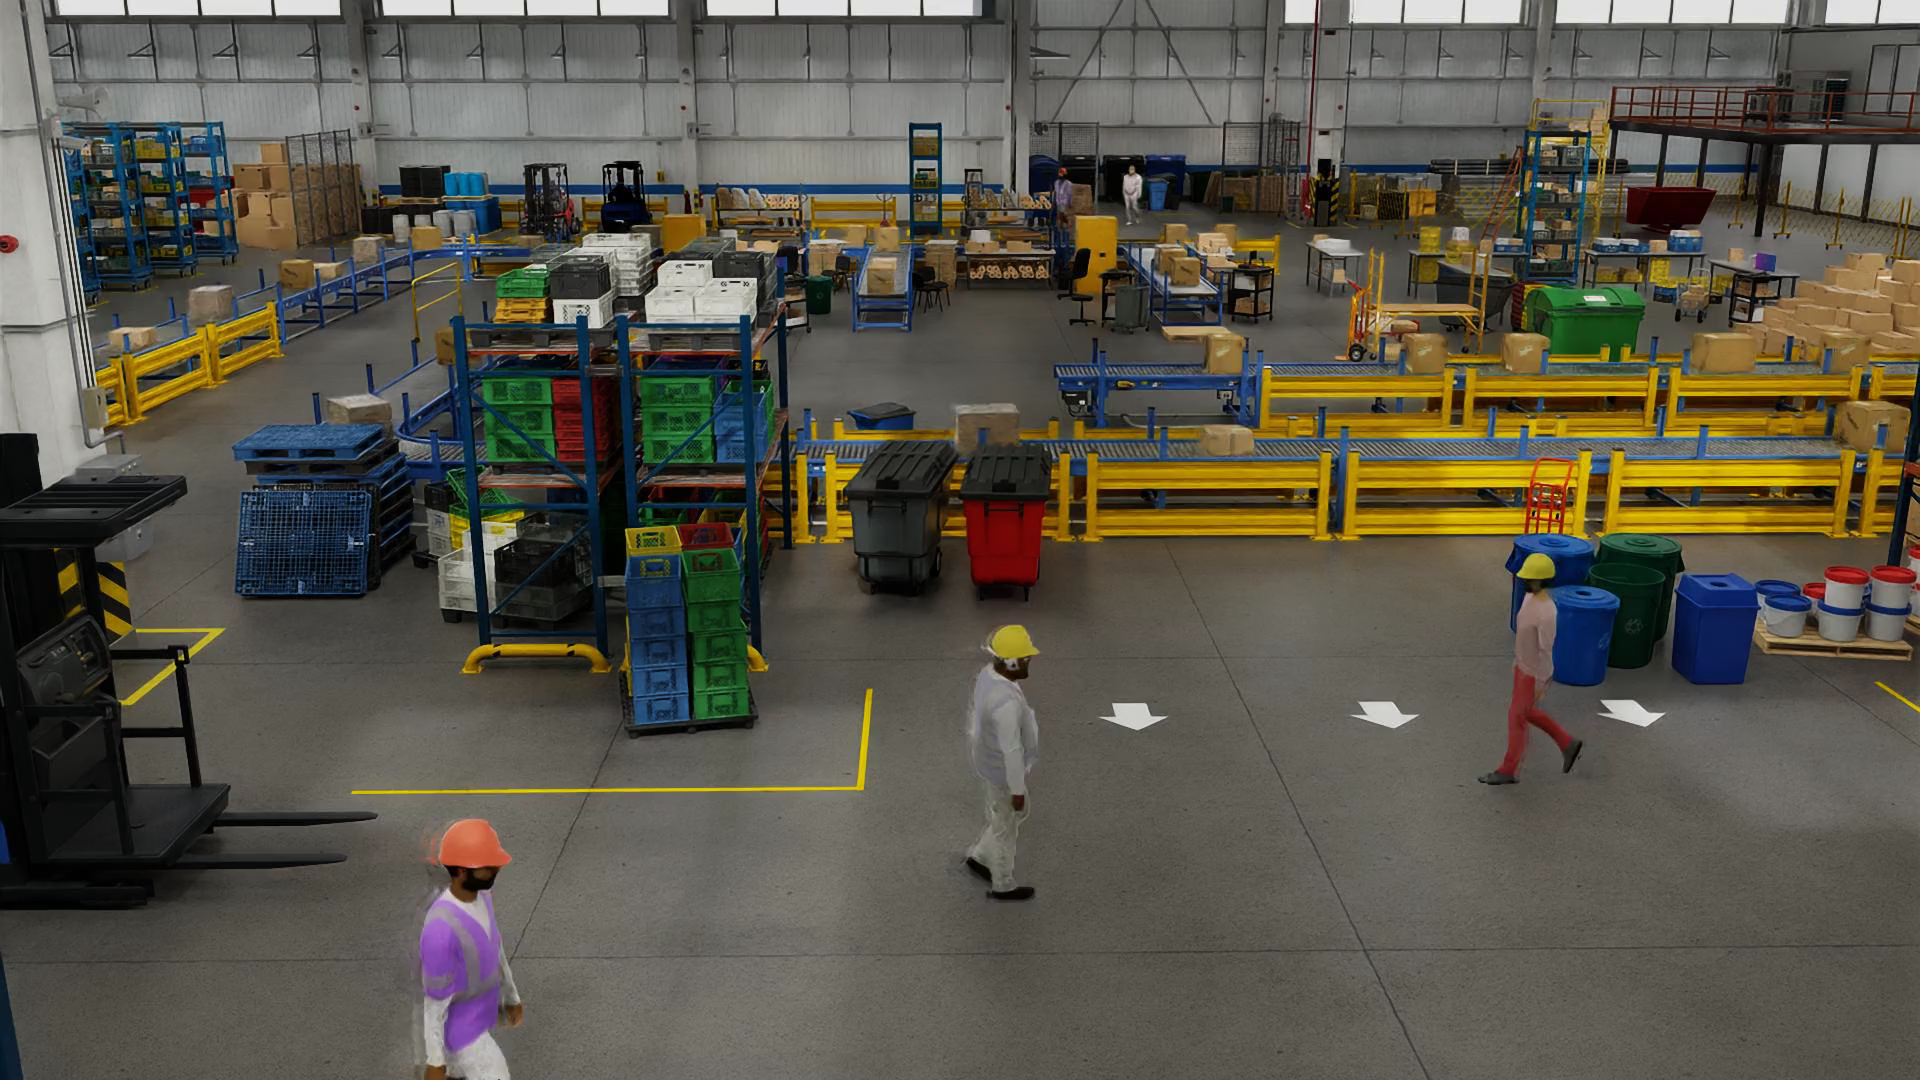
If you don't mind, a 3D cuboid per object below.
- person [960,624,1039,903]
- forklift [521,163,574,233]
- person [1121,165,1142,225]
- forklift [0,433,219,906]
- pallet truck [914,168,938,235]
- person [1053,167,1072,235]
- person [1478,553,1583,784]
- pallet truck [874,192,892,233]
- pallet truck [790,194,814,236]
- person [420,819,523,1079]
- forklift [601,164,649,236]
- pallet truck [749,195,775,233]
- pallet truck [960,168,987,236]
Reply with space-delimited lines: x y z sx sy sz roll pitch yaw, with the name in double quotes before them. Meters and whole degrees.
"person" 0.284 1.380 10.165 0.418 1.819 0.619 -3 16 -9
"forklift" -12.233 -10.122 49.298 1.157 1.987 2.680 0 16 -1
"person" 5.480 -11.023 53.158 0.648 1.888 0.431 10 19 30
"forklift" -5.952 0.780 10.366 1.873 2.768 1.129 0 16 -1
"pallet truck" -0.989 -10.316 50.507 0.823 1.965 1.885 1 16 3
"person" 3.140 -10.203 50.083 0.604 2.020 0.903 15 22 41
"person" 4.136 0.922 11.870 0.687 1.744 0.533 2 16 5
"pallet truck" -2.277 -9.986 50.594 0.653 1.274 1.630 0 16 -1
"pallet truck" -4.814 -9.883 50.259 0.704 1.261 1.522 -1 16 -3
"person" -2.065 2.130 7.416 0.917 1.896 0.572 0 16 -1
"forklift" -9.948 -10.127 49.296 1.157 1.987 2.680 -1 16 -3
"pallet truck" -6.051 -9.967 50.660 0.680 1.201 1.601 0 16 -1
"pallet truck" 0.383 -10.230 50.206 0.823 1.965 1.885 -1 16 -3
